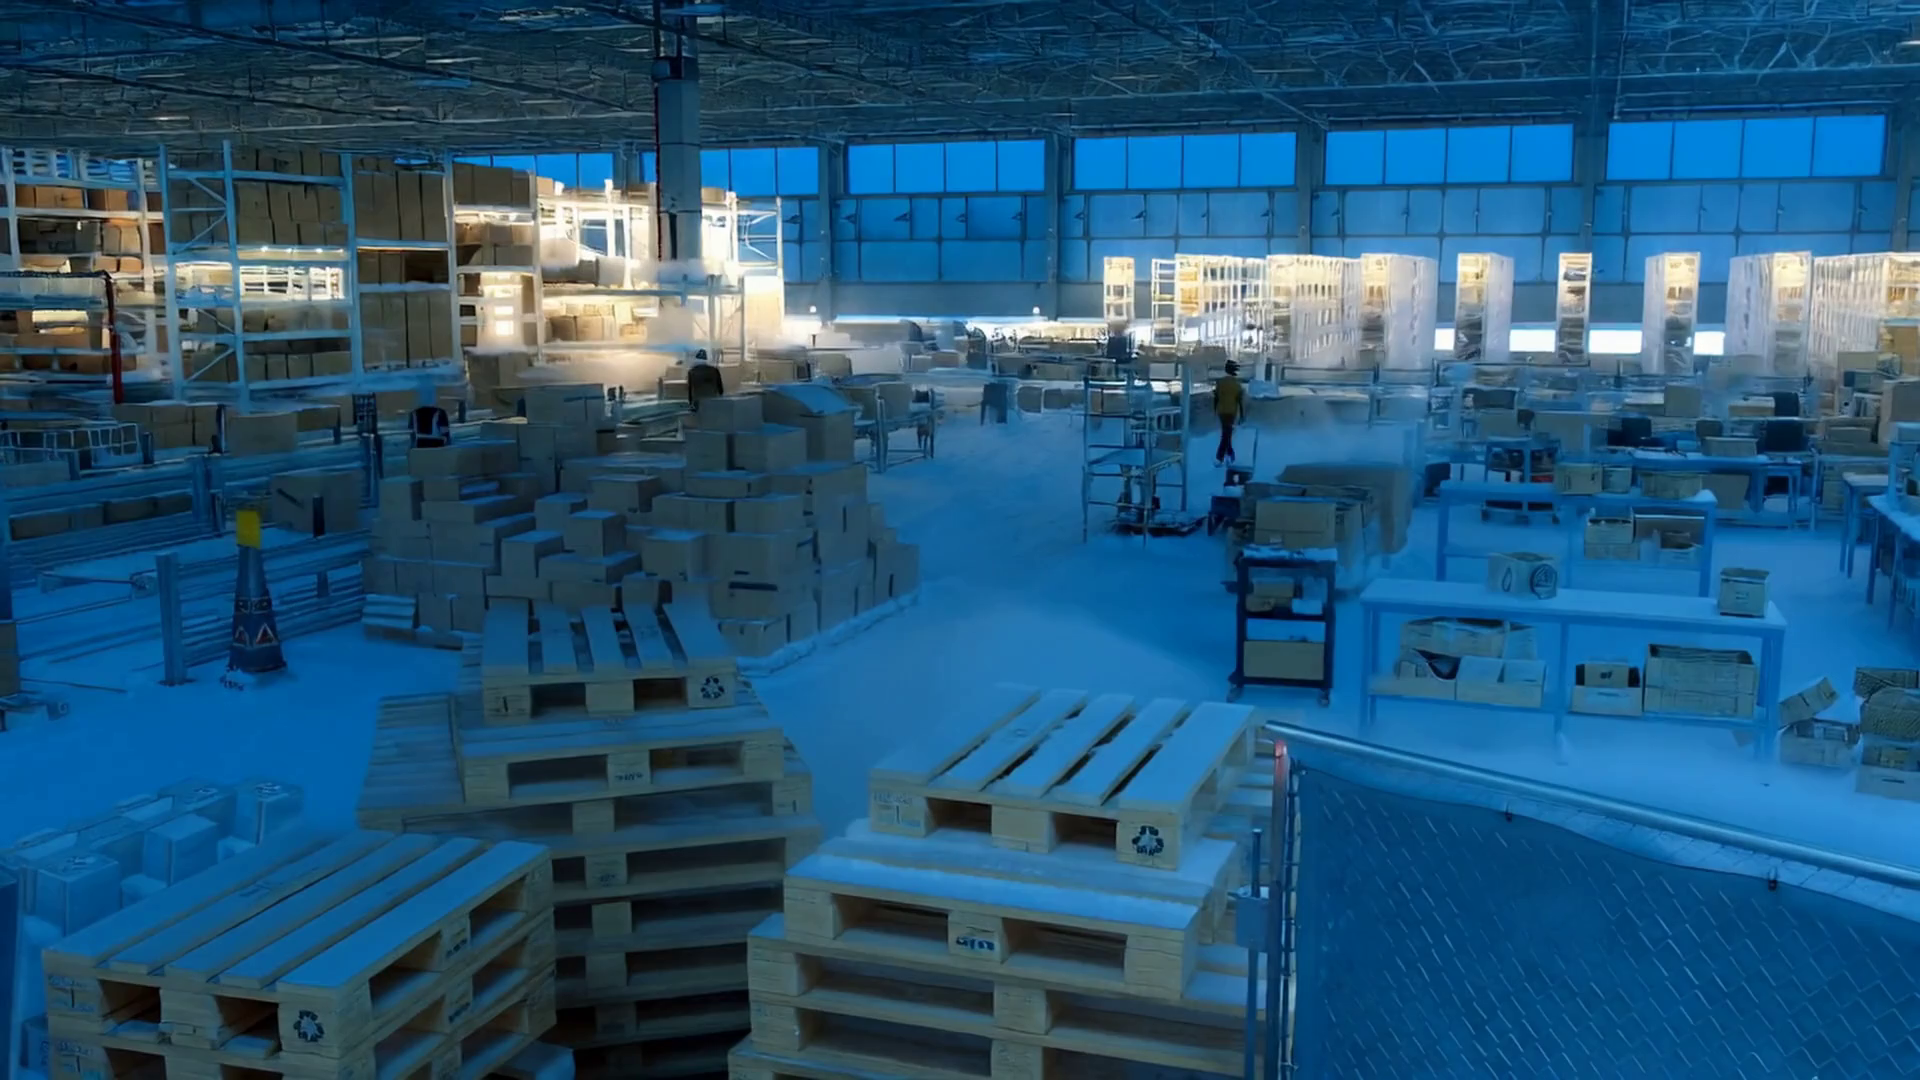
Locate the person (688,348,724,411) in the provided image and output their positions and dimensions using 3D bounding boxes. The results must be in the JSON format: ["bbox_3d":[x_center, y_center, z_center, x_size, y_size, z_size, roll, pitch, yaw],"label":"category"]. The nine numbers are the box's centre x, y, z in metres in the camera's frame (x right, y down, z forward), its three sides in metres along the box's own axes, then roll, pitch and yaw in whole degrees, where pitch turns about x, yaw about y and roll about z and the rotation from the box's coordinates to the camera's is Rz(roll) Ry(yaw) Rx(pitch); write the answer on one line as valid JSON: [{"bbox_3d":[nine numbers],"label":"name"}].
[{"bbox_3d":[-4.350,-2.372,28.394,0.589,1.796,0.896,3,10,20],"label":"person"}]

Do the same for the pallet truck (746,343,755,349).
[{"bbox_3d":[-6.183,-4.618,44.264,1.601,1.201,0.680,-9,12,-43],"label":"pallet truck"}]

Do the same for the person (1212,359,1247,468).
[{"bbox_3d":[4.244,-2.006,26.311,0.540,1.722,0.906,7,11,38],"label":"person"}]

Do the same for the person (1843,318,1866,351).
[{"bbox_3d":[25.105,-5.296,46.668,0.633,1.836,0.419,4,10,25],"label":"person"}]

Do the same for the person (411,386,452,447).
[{"bbox_3d":[-6.644,-1.103,20.833,0.531,1.660,0.855,4,10,25],"label":"person"}]

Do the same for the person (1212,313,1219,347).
[{"bbox_3d":[8.131,-6.368,52.887,0.558,1.981,0.620,0,9,1],"label":"person"}]

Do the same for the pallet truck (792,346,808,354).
[{"bbox_3d":[-3.705,-4.298,42.022,0.653,1.274,1.630,3,10,20],"label":"pallet truck"}]

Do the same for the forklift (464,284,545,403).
[{"bbox_3d":[-10.832,-4.702,39.610,1.129,2.768,1.873,3,10,20],"label":"forklift"}]
